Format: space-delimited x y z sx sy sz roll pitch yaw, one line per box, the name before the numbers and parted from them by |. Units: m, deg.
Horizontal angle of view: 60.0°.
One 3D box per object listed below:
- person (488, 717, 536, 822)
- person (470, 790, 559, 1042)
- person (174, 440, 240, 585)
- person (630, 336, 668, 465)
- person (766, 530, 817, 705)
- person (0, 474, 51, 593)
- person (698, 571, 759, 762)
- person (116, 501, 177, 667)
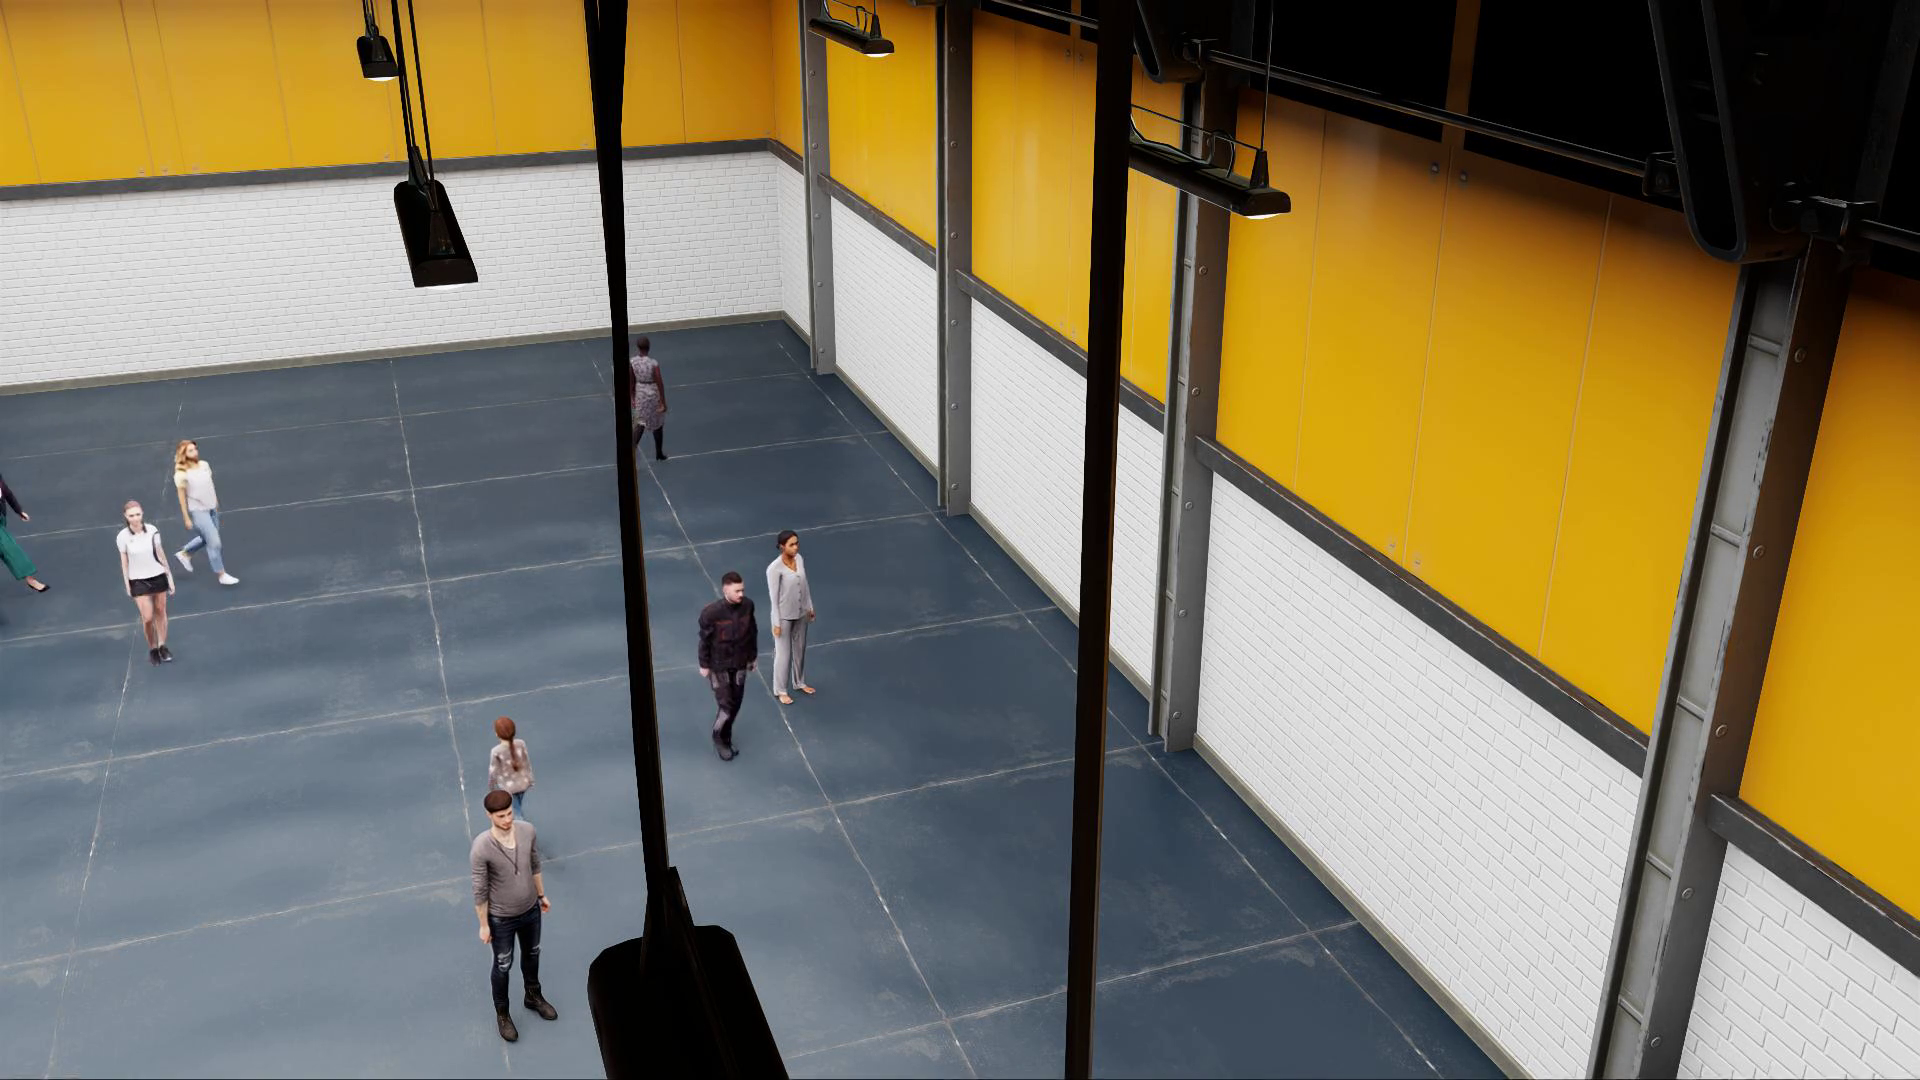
person | -3.666 2.036 13.722 0.663 1.162 0.875 -18 29 -35
person | -3.124 2.563 11.592 0.743 1.903 0.779 21 31 39
person | -8.449 -0.306 18.406 1.052 1.702 1.053 7 25 17
person | -4.098 -1.770 21.666 0.966 1.773 1.058 8 25 17
person | -1.653 0.704 16.056 0.755 1.734 0.741 19 30 37
person | -10.587 -0.152 18.088 1.012 1.676 1.157 1 24 3
person | -2.143 1.082 15.078 0.835 1.825 0.825 -17 29 -33
person | -8.190 0.397 16.752 0.665 1.739 0.714 -20 30 -38
